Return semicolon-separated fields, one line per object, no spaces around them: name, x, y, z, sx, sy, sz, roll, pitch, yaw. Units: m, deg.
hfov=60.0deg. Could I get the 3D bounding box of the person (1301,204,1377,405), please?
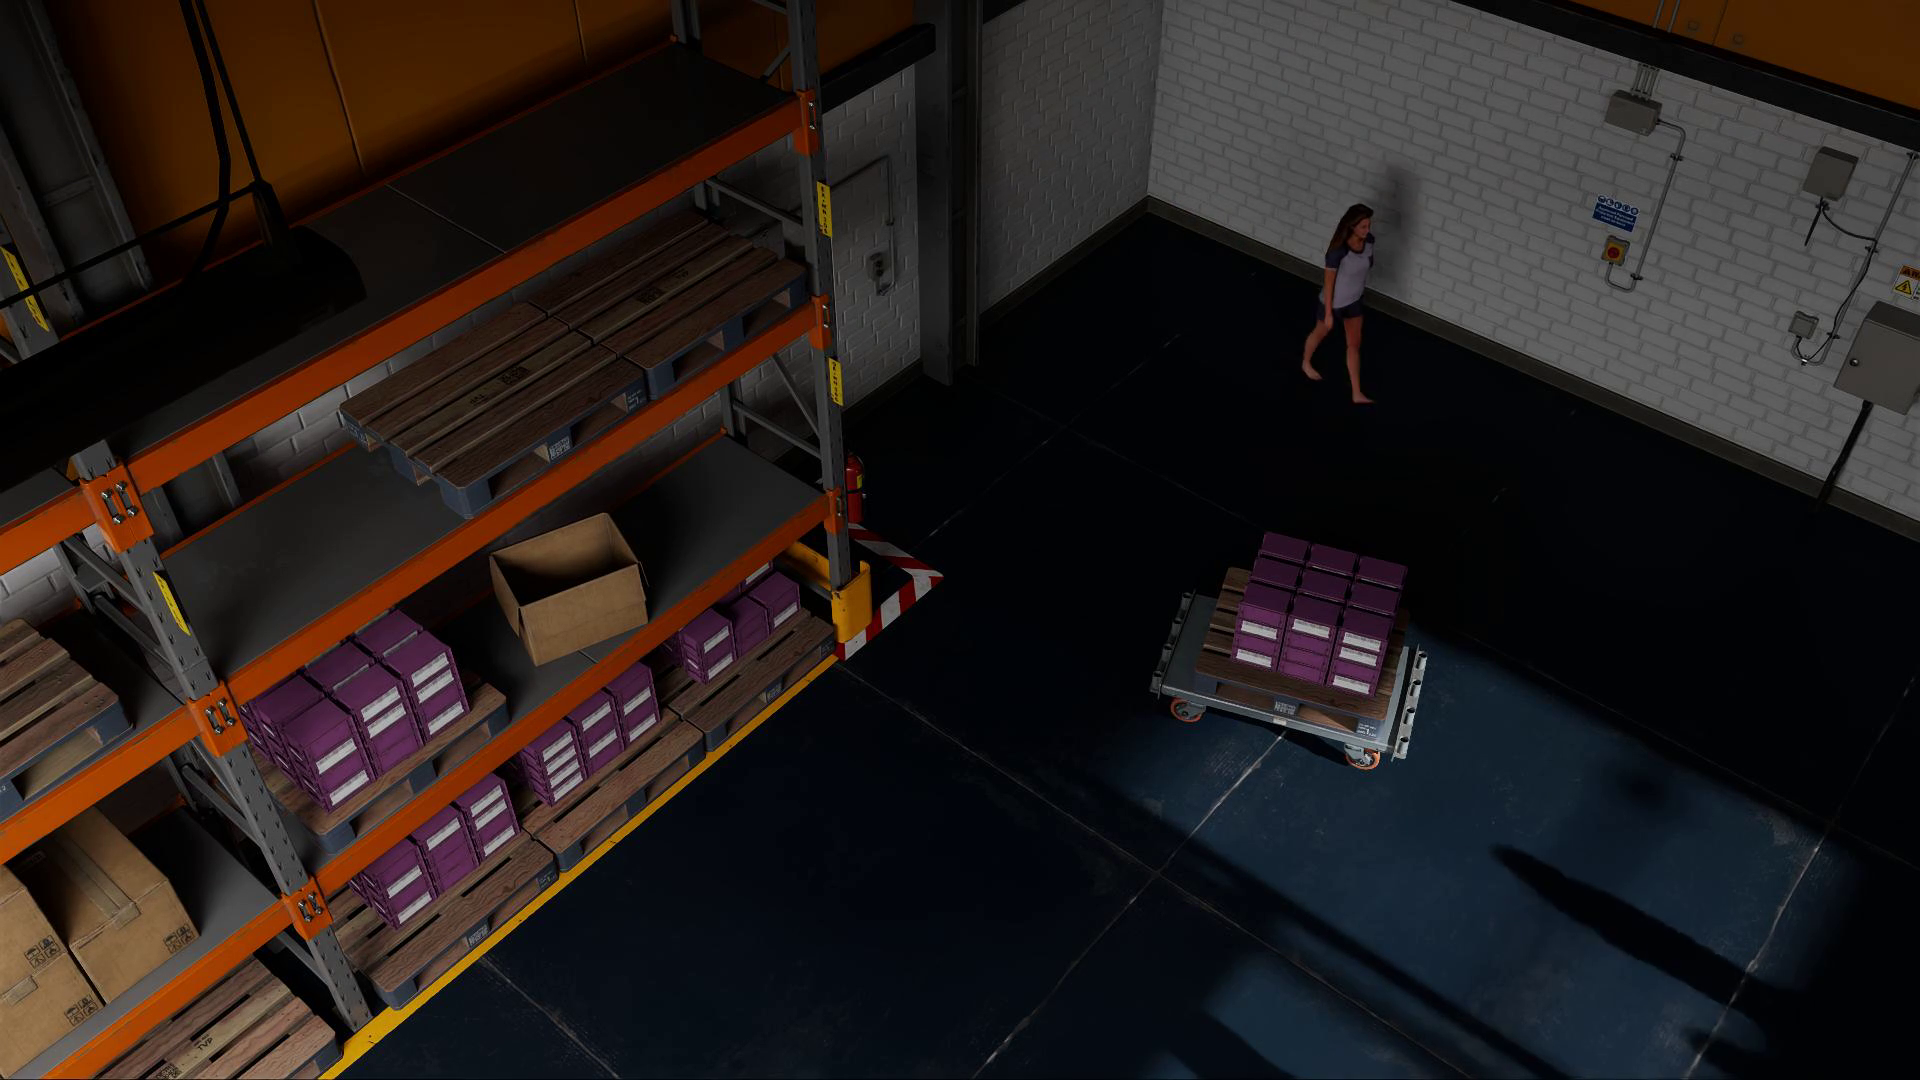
person;2.905;-1.896;12.956;1.050;1.689;0.928;-20;47;-19
